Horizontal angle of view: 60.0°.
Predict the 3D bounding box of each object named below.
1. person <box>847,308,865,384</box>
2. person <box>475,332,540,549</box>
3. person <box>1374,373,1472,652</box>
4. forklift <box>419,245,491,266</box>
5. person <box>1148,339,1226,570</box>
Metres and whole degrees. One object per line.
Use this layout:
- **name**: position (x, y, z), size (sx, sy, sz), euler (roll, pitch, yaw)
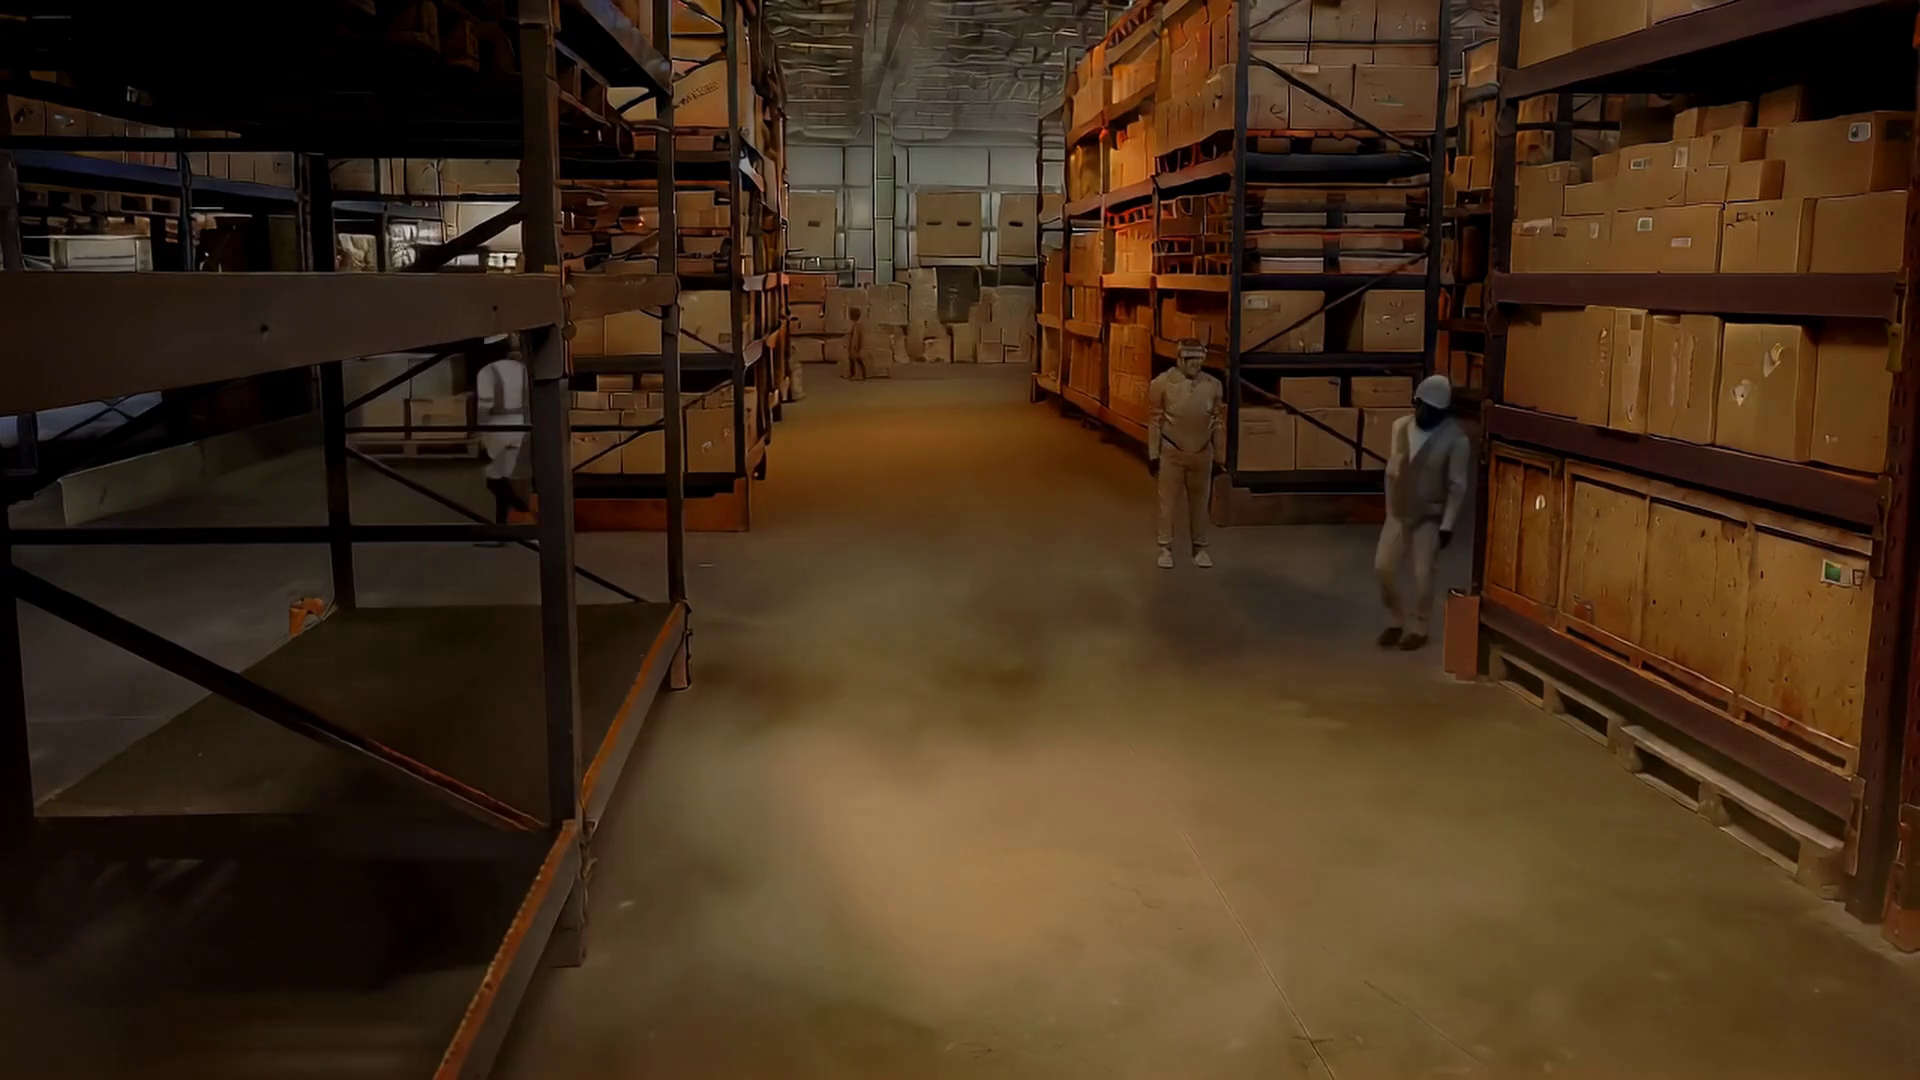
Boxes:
- **person**: position (-2.347, -4.281, 36.777), size (0.583, 1.680, 0.539), euler (-2, 9, -11)
- **person**: position (-3.904, -0.887, 14.434), size (0.791, 2.020, 0.615), euler (3, 10, 21)
- **person**: position (2.887, -0.156, 10.503), size (0.554, 1.793, 0.606), euler (-9, 13, -44)
- **forklift**: position (-7.146, -2.809, 23.768), size (1.129, 2.768, 1.873), euler (-1, 9, -4)
- **person**: position (1.864, -0.697, 13.621), size (0.641, 1.895, 0.432), euler (-1, 9, -4)
